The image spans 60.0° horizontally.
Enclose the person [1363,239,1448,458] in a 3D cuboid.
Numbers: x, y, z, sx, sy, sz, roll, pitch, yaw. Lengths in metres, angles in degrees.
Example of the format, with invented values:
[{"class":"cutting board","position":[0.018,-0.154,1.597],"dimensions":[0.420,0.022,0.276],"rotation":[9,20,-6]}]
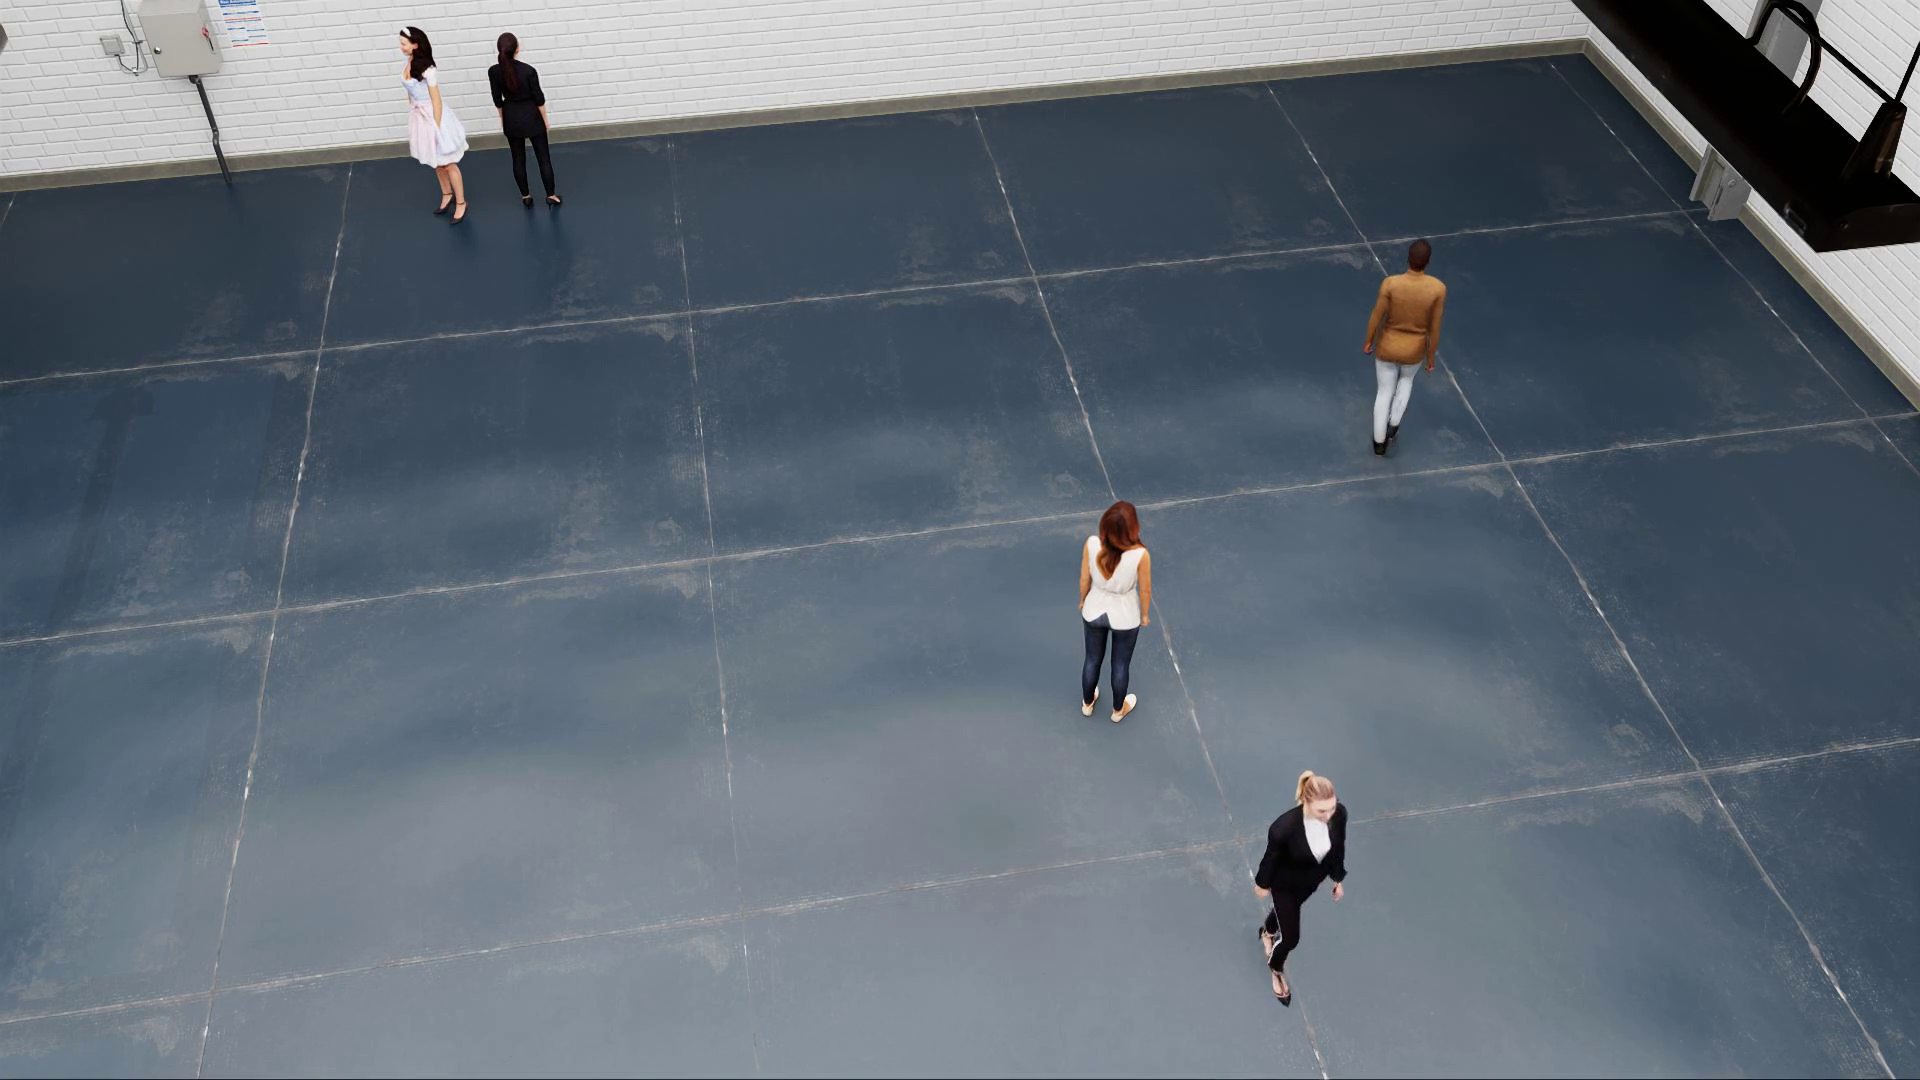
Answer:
[{"class":"person","position":[3.183,-1.328,12.021],"dimensions":[0.778,1.805,0.785],"rotation":[8,44,9]}]

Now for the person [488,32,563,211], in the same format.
[{"class":"person","position":[-3.821,-3.647,14.559],"dimensions":[0.646,1.662,0.622],"rotation":[2,44,2]}]

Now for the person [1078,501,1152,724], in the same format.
[{"class":"person","position":[0.926,0.453,10.166],"dimensions":[0.681,1.785,0.694],"rotation":[15,46,15]}]

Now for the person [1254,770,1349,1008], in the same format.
[{"class":"person","position":[1.754,1.742,8.881],"dimensions":[0.718,1.691,0.779],"rotation":[-20,47,-19]}]

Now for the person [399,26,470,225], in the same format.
[{"class":"person","position":[-4.566,-3.593,14.389],"dimensions":[0.843,1.819,0.913],"rotation":[34,53,31]}]
